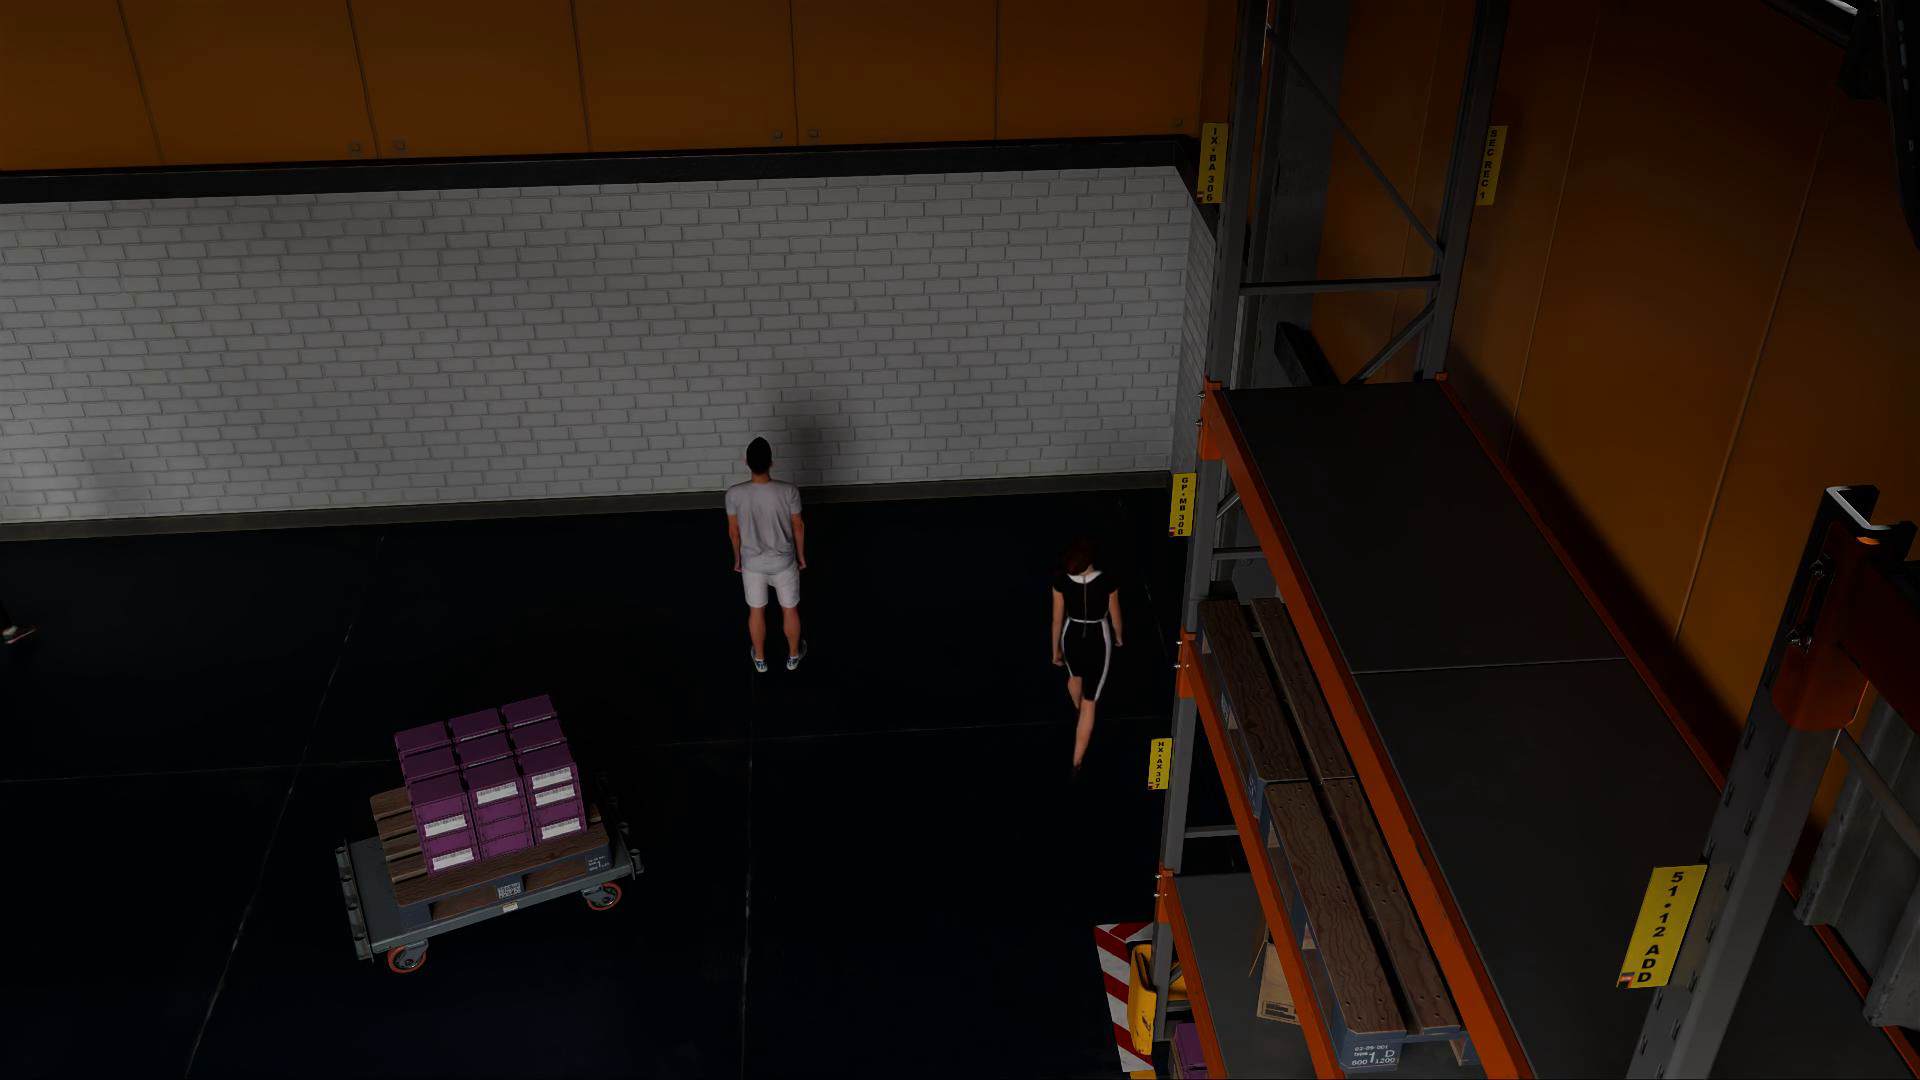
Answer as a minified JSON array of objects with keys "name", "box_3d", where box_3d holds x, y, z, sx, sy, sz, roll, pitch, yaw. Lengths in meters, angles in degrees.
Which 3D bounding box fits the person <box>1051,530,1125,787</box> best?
[{"name":"person","box_3d":[0.803,0.775,10.608,0.884,1.752,1.177,9,35,13]}]

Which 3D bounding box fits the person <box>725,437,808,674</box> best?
[{"name":"person","box_3d":[-1.326,0.115,11.506,0.667,1.856,0.552,-2,34,-4]}]
